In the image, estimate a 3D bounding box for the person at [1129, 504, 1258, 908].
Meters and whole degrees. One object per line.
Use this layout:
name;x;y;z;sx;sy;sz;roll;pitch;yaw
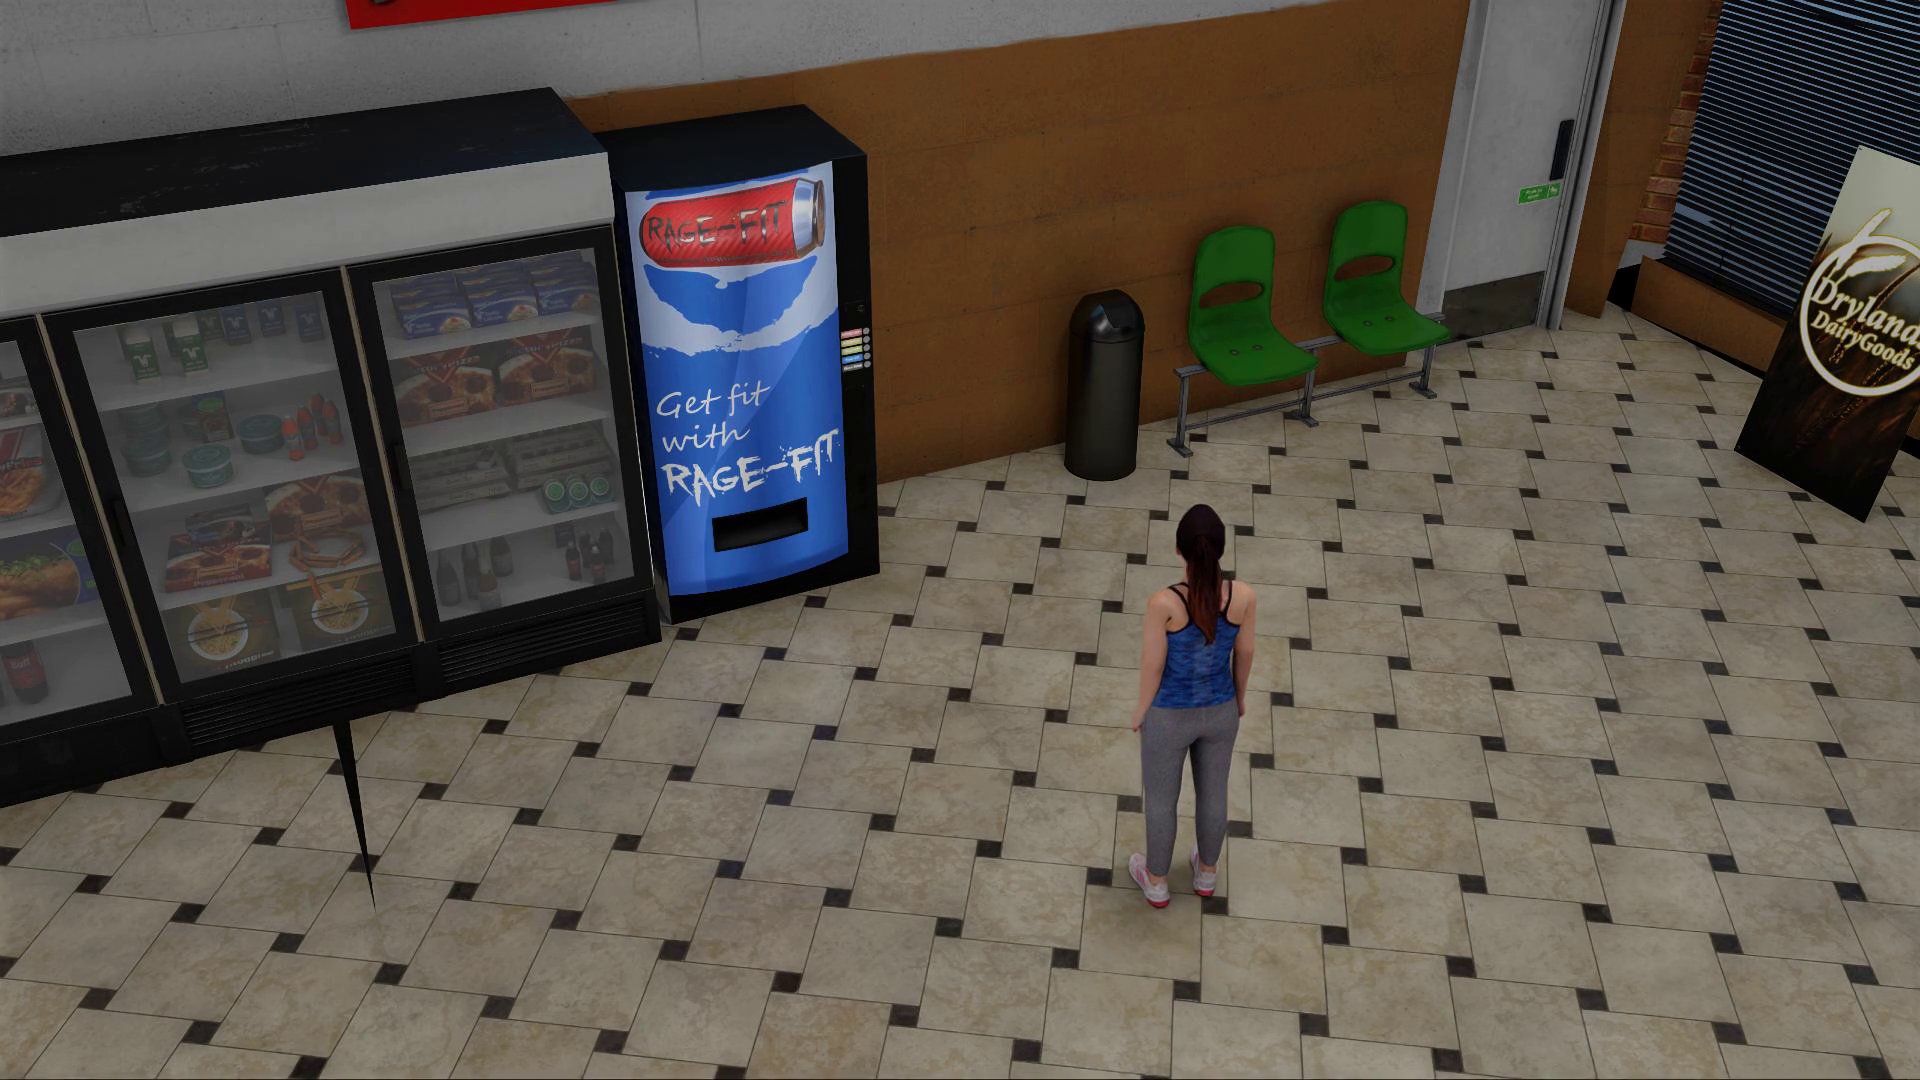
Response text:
person;0.804;0.598;5.824;0.607;1.609;0.578;-7;33;-11
